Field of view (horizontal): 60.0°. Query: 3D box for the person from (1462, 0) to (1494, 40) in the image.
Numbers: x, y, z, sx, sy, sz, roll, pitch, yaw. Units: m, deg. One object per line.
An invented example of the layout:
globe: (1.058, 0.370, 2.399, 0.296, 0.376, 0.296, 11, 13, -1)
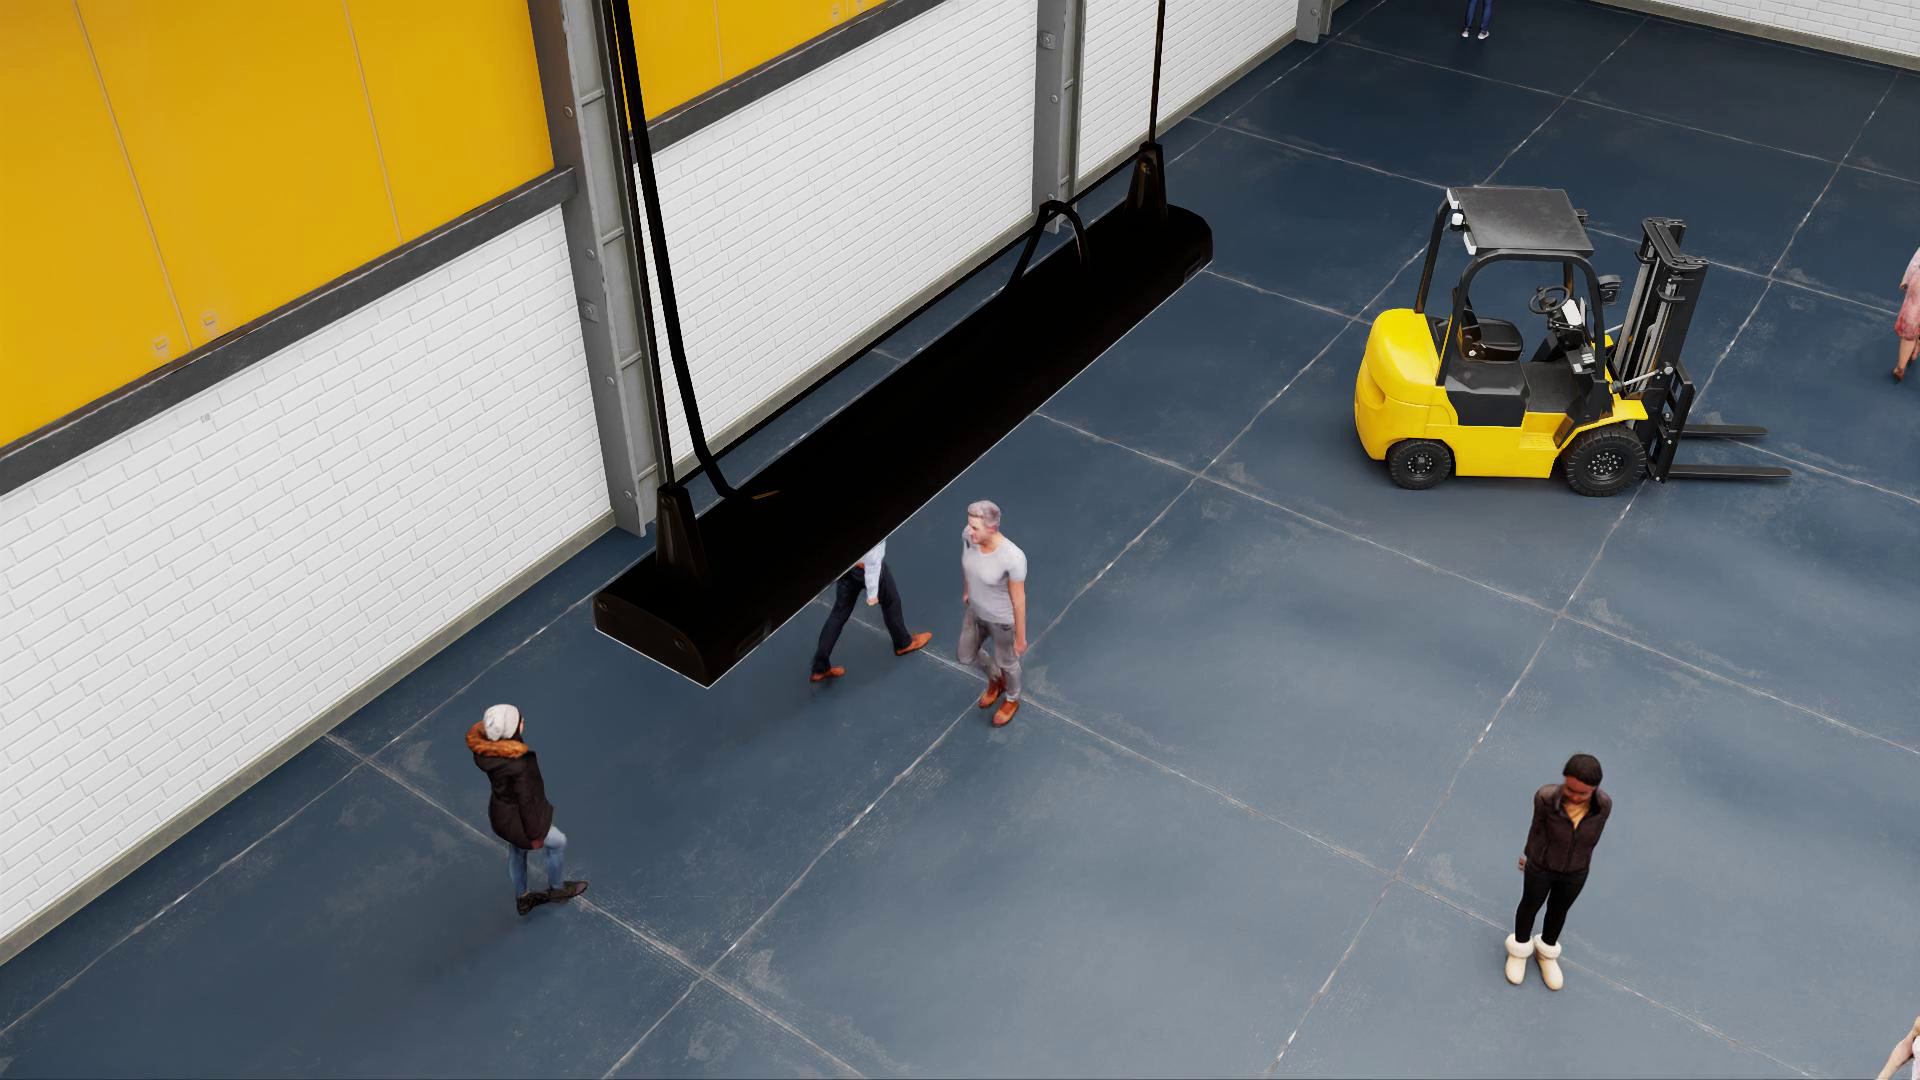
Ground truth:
person: (6.426, -6.937, 20.325, 0.565, 1.563, 0.561, 17, 42, 20)

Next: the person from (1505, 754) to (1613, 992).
person: (3.338, 1.801, 9.302, 0.692, 1.665, 0.751, 9, 39, 11)

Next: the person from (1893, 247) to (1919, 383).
person: (8.283, -2.085, 14.164, 0.685, 1.671, 0.842, 17, 42, 20)

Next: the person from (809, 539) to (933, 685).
person: (-0.728, 0.251, 11.173, 1.277, 1.753, 0.873, -27, 46, -30)

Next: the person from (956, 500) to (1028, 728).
person: (0.271, 0.431, 10.908, 0.847, 1.803, 0.718, 29, 47, 31)

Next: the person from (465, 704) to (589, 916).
person: (-2.595, 1.603, 9.583, 0.746, 1.624, 0.713, -29, 47, -32)
